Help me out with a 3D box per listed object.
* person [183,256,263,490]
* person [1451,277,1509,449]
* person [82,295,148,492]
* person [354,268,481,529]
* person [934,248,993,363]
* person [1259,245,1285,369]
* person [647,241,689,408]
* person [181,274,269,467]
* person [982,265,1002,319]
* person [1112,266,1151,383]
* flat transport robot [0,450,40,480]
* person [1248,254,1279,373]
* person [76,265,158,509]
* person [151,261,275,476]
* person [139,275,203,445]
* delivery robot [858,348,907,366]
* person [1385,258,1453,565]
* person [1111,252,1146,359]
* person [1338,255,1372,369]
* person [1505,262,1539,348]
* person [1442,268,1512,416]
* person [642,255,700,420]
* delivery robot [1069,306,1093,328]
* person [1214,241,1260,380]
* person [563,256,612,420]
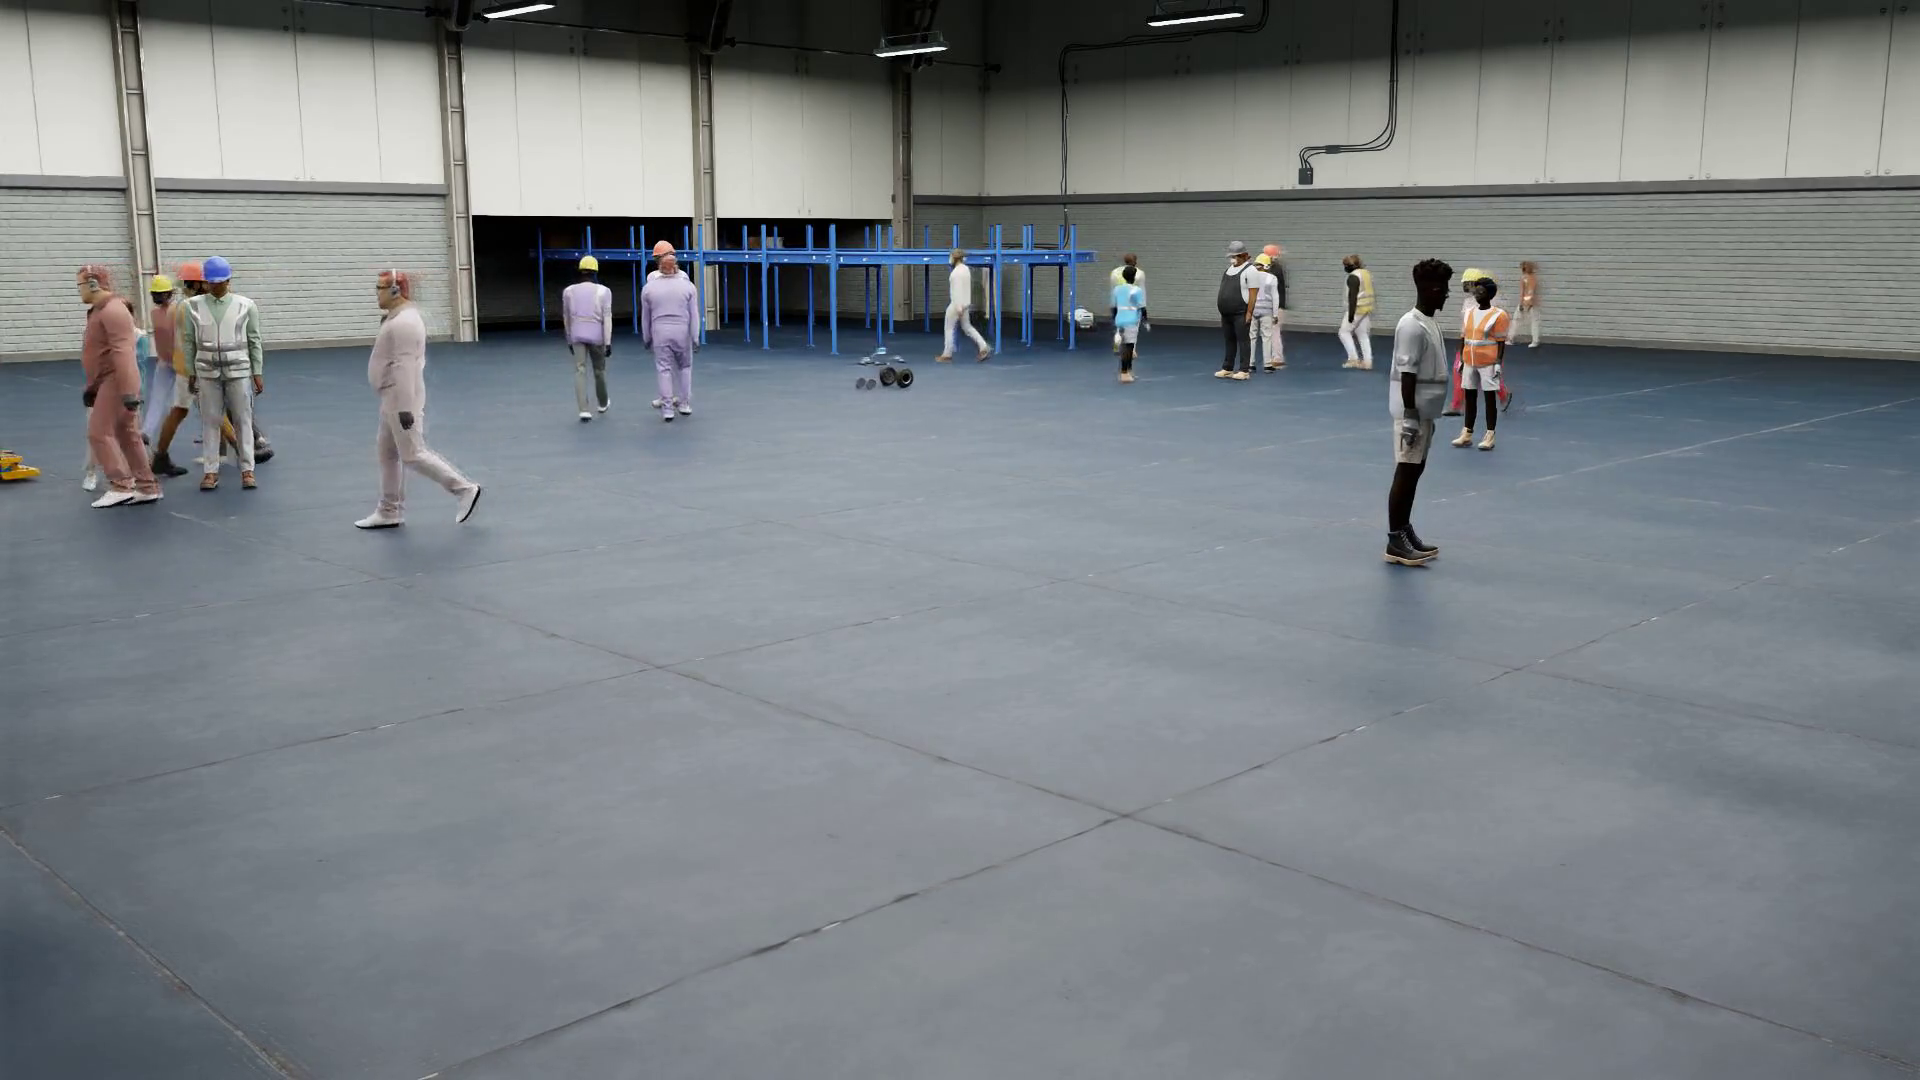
[{"bbox_3d":[-6.158,-1.395,13.917,0.603,1.937,0.410,-3,11,-16],"label":"person"},{"bbox_3d":[5.185,-1.759,16.552,0.320,1.698,0.531,-8,13,-36],"label":"person"},{"bbox_3d":[-7.080,-1.220,13.851,0.604,1.612,0.426,-1,10,-6],"label":"person"},{"bbox_3d":[-3.969,-1.021,12.039,0.822,1.883,0.650,-4,11,-19],"label":"person"},{"bbox_3d":[0.058,-3.903,27.690,0.915,1.907,0.629,4,11,21],"label":"person"},{"bbox_3d":[4.973,-3.709,26.474,0.468,1.955,0.653,0,10,0],"label":"person"},{"bbox_3d":[-3.625,-2.661,20.535,0.386,2.039,0.616,9,14,41],"label":"person"},{"bbox_3d":[-6.821,-1.606,15.412,0.621,1.823,0.533,-5,12,-26],"label":"person"},{"bbox_3d":[0.811,-6.473,42.438,0.500,1.633,0.280,-1,10,-4],"label":"person"},{"bbox_3d":[2.493,-3.121,24.043,0.638,1.666,0.573,-8,13,-37],"label":"person"},{"bbox_3d":[-8.762,-0.594,14.214,0.652,0.197,1.431,9,14,40],"label":"flat transport robot"},{"bbox_3d":[4.664,-3.508,25.747,0.587,1.826,0.404,7,12,32],"label":"person"},{"bbox_3d":[-6.619,-1.181,12.931,0.644,1.873,0.674,-7,12,-32],"label":"person"},{"bbox_3d":[-6.715,-1.511,14.723,1.041,1.877,0.558,-3,11,-18],"label":"person"},{"bbox_3d":[-7.970,-1.805,16.765,0.532,1.709,0.936,5,12,26],"label":"person"},{"bbox_3d":[-1.086,-2.574,23.271,0.698,0.223,0.335,-8,13,-36],"label":"delivery robot"},{"bbox_3d":[2.980,-0.839,10.808,0.363,1.962,0.612,5,12,26],"label":"person"},{"bbox_3d":[2.892,-4.035,28.618,0.643,1.823,0.540,5,12,25],"label":"person"},{"bbox_3d":[6.260,-3.583,26.215,0.543,1.802,0.713,6,12,30],"label":"person"},{"bbox_3d":[10.677,-4.455,31.534,0.535,1.602,0.830,-6,12,-30],"label":"person"},{"bbox_3d":[6.098,-2.327,19.550,0.755,1.735,0.520,-2,11,-11],"label":"person"},{"bbox_3d":[-3.335,-2.353,19.280,0.675,1.877,0.813,-1,10,-3],"label":"person"},{"bbox_3d":[2.688,-4.951,36.941,0.477,0.478,0.707,-4,11,-19],"label":"delivery robot"},{"bbox_3d":[4.066,-3.385,24.601,0.537,2.000,0.678,-7,12,-32],"label":"person"},{"bbox_3d":[-4.309,-2.350,19.322,0.592,1.859,1.040,0,10,0],"label":"person"}]
